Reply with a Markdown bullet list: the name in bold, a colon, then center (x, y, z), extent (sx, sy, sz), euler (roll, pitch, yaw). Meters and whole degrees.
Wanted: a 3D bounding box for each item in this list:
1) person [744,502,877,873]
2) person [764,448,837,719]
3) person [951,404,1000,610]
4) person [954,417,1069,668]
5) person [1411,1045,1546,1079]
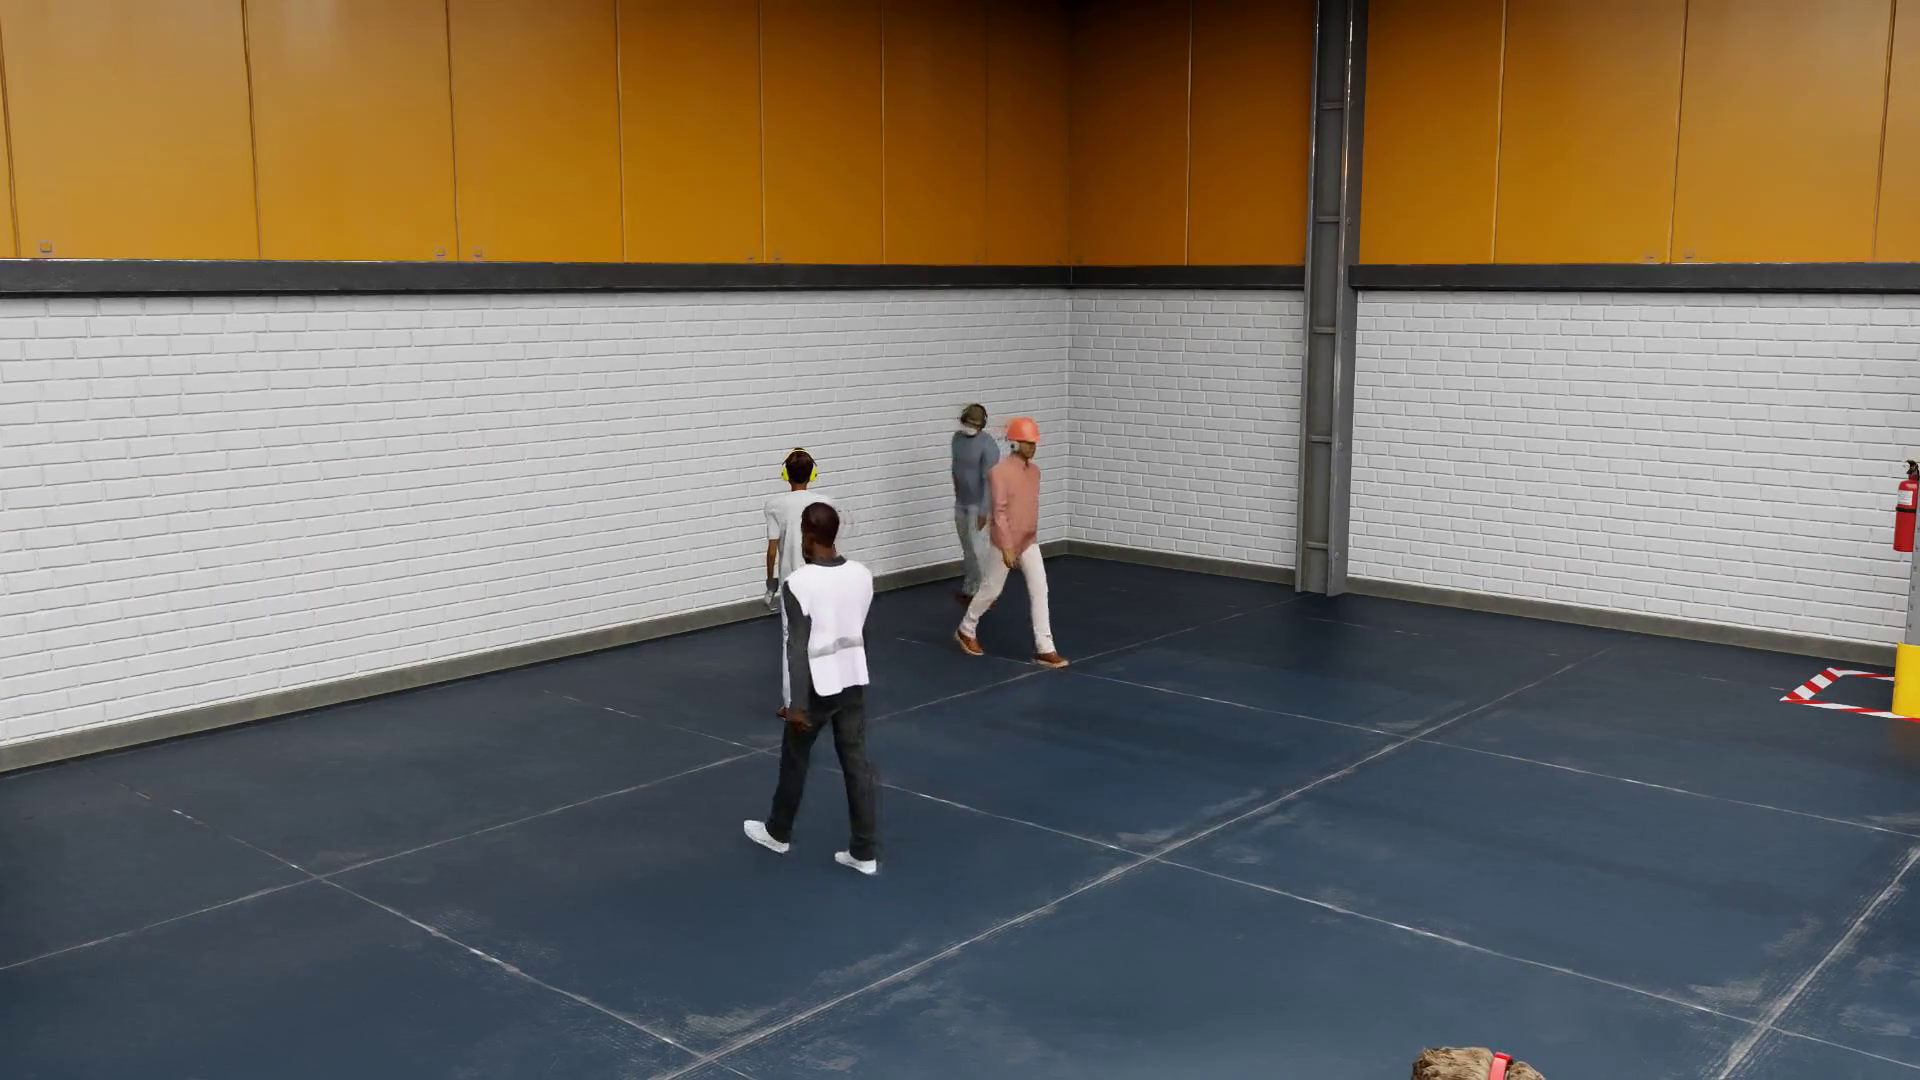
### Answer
- **person**: center (-0.750, 0.738, 8.592), extent (0.944, 1.874, 0.612), euler (9, 13, 44)
- **person**: center (-1.081, 0.306, 11.333), extent (0.510, 1.872, 0.329), euler (-3, 9, -16)
- **person**: center (0.090, -0.311, 15.166), extent (0.382, 1.901, 0.794), euler (-6, 11, -31)
- **person**: center (0.387, -0.003, 13.041), extent (0.608, 1.955, 1.034), euler (-9, 13, -44)
- **person**: center (0.841, 1.697, 2.664), extent (0.390, 1.847, 0.563), euler (3, 10, 19)
